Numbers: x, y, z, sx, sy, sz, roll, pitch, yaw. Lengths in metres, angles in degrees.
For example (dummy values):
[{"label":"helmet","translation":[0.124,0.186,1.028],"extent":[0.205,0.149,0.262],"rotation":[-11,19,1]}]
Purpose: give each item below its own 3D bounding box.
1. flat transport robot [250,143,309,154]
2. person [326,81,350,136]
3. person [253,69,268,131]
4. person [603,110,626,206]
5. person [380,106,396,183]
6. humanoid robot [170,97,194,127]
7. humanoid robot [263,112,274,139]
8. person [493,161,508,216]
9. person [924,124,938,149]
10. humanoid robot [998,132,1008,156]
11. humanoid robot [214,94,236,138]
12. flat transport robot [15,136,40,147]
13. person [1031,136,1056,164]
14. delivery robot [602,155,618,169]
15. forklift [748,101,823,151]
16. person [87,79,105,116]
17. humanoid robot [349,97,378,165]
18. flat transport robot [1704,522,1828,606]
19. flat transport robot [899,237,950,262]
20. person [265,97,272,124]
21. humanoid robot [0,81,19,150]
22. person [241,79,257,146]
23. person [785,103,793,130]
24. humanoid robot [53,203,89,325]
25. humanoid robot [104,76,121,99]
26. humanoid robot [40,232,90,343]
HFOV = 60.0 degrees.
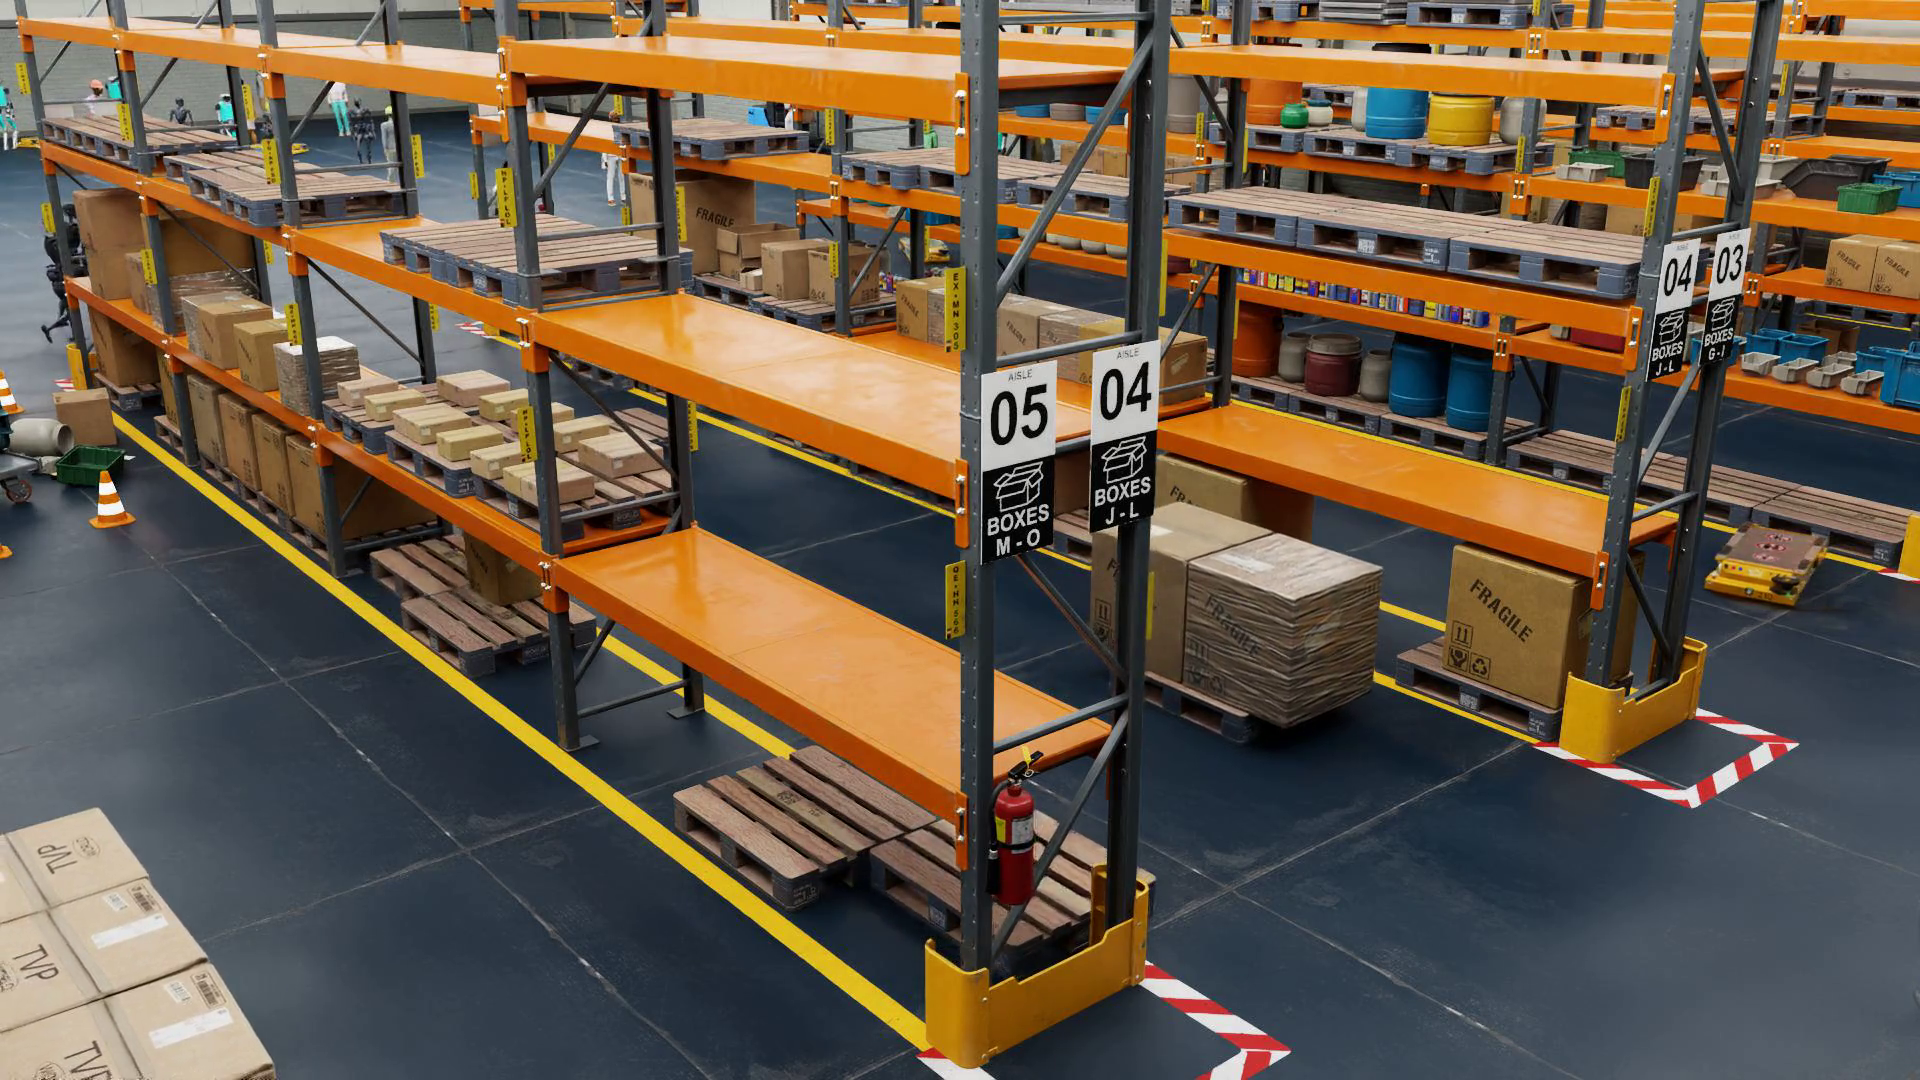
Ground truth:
[{"label":"flat transport robot","translation":[-17.330,-9.899,42.108],"extent":[1.431,0.231,0.659],"rotation":[2,19,6]},{"label":"person","translation":[-17.202,-12.109,45.976],"extent":[0.510,1.882,0.575],"rotation":[-5,20,-13]},{"label":"person","translation":[-19.942,-12.688,47.623],"extent":[0.388,1.874,0.504],"rotation":[-2,19,-7]},{"label":"person","translation":[-6.865,-7.626,33.227],"extent":[0.570,1.877,0.350],"rotation":[-13,23,-33]},{"label":"person","translation":[-12.171,-8.448,35.783],"extent":[0.547,1.712,0.923],"rotation":[-14,24,-35]},{"label":"humanoid robot","translation":[-18.137,-9.467,38.767],"extent":[0.612,1.645,0.487],"rotation":[2,19,6]},{"label":"humanoid robot","translation":[-14.476,-8.198,35.133],"extent":[0.498,1.648,0.601],"rotation":[-3,20,-9]},{"label":"person","translation":[-6.652,-4.711,24.864],"extent":[0.609,1.920,1.005],"rotation":[8,21,22]},{"label":"person","translation":[-0.614,-7.548,33.224],"extent":[0.477,1.729,0.316],"rotation":[14,24,35]},{"label":"humanoid robot","translation":[0.562,-7.389,32.681],"extent":[0.724,1.736,0.530],"rotation":[-11,22,-28]},{"label":"humanoid robot","translation":[-16.722,-9.308,38.392],"extent":[0.716,1.905,0.545],"rotation":[12,23,32]},{"label":"flat transport robot","translation":[-24.147,-10.527,43.897],"extent":[0.659,0.231,1.431],"rotation":[5,20,14]},{"label":"person","translation":[1.629,-7.510,33.083],"extent":[0.590,1.745,0.413],"rotation":[-13,23,-32]},{"label":"delivery robot","translation":[-8.245,-9.070,39.342],"extent":[0.525,0.610,0.782],"rotation":[-3,20,-9]},{"label":"forklift","translation":[-4.526,-11.368,42.374],"extent":[1.129,2.768,1.873],"rotation":[-15,24,-37]},{"label":"person","translation":[-20.532,-9.976,39.734],"extent":[1.071,1.990,0.622],"rotation":[3,20,7]},{"label":"humanoid robot","translation":[-13.996,-9.555,39.024],"extent":[0.608,1.641,0.425],"rotation":[-3,20,-9]},{"label":"flat transport robot","translation":[6.526,0.181,13.420],"extent":[0.659,0.231,1.431],"rotation":[13,23,33]},{"label":"flat transport robot","translation":[-0.601,-4.845,27.725],"extent":[0.659,0.231,1.431],"rotation":[-3,20,-9]},{"label":"person","translation":[-18.570,-11.626,44.880],"extent":[0.318,1.690,0.533],"rotation":[-9,21,-23]},{"label":"humanoid robot","translation":[-24.566,-10.925,42.804],"extent":[0.542,1.790,0.663],"rotation":[-4,20,-10]},{"label":"person","translation":[-18.088,-10.737,42.126],"extent":[0.794,1.842,0.413],"rotation":[9,21,25]},{"label":"person","translation":[-3.682,-8.753,36.395],"extent":[0.349,1.898,0.570],"rotation":[-5,20,-14]},{"label":"humanoid robot","translation":[-12.015,-3.734,22.507],"extent":[0.611,1.629,0.748],"rotation":[11,22,28]},{"label":"humanoid robot","translation":[-22.492,-11.633,44.863],"extent":[0.544,1.763,0.950],"rotation":[3,20,10]},{"label":"humanoid robot","translation":[-11.588,-3.333,21.317],"extent":[0.541,1.637,0.611],"rotation":[-11,22,-29]}]
